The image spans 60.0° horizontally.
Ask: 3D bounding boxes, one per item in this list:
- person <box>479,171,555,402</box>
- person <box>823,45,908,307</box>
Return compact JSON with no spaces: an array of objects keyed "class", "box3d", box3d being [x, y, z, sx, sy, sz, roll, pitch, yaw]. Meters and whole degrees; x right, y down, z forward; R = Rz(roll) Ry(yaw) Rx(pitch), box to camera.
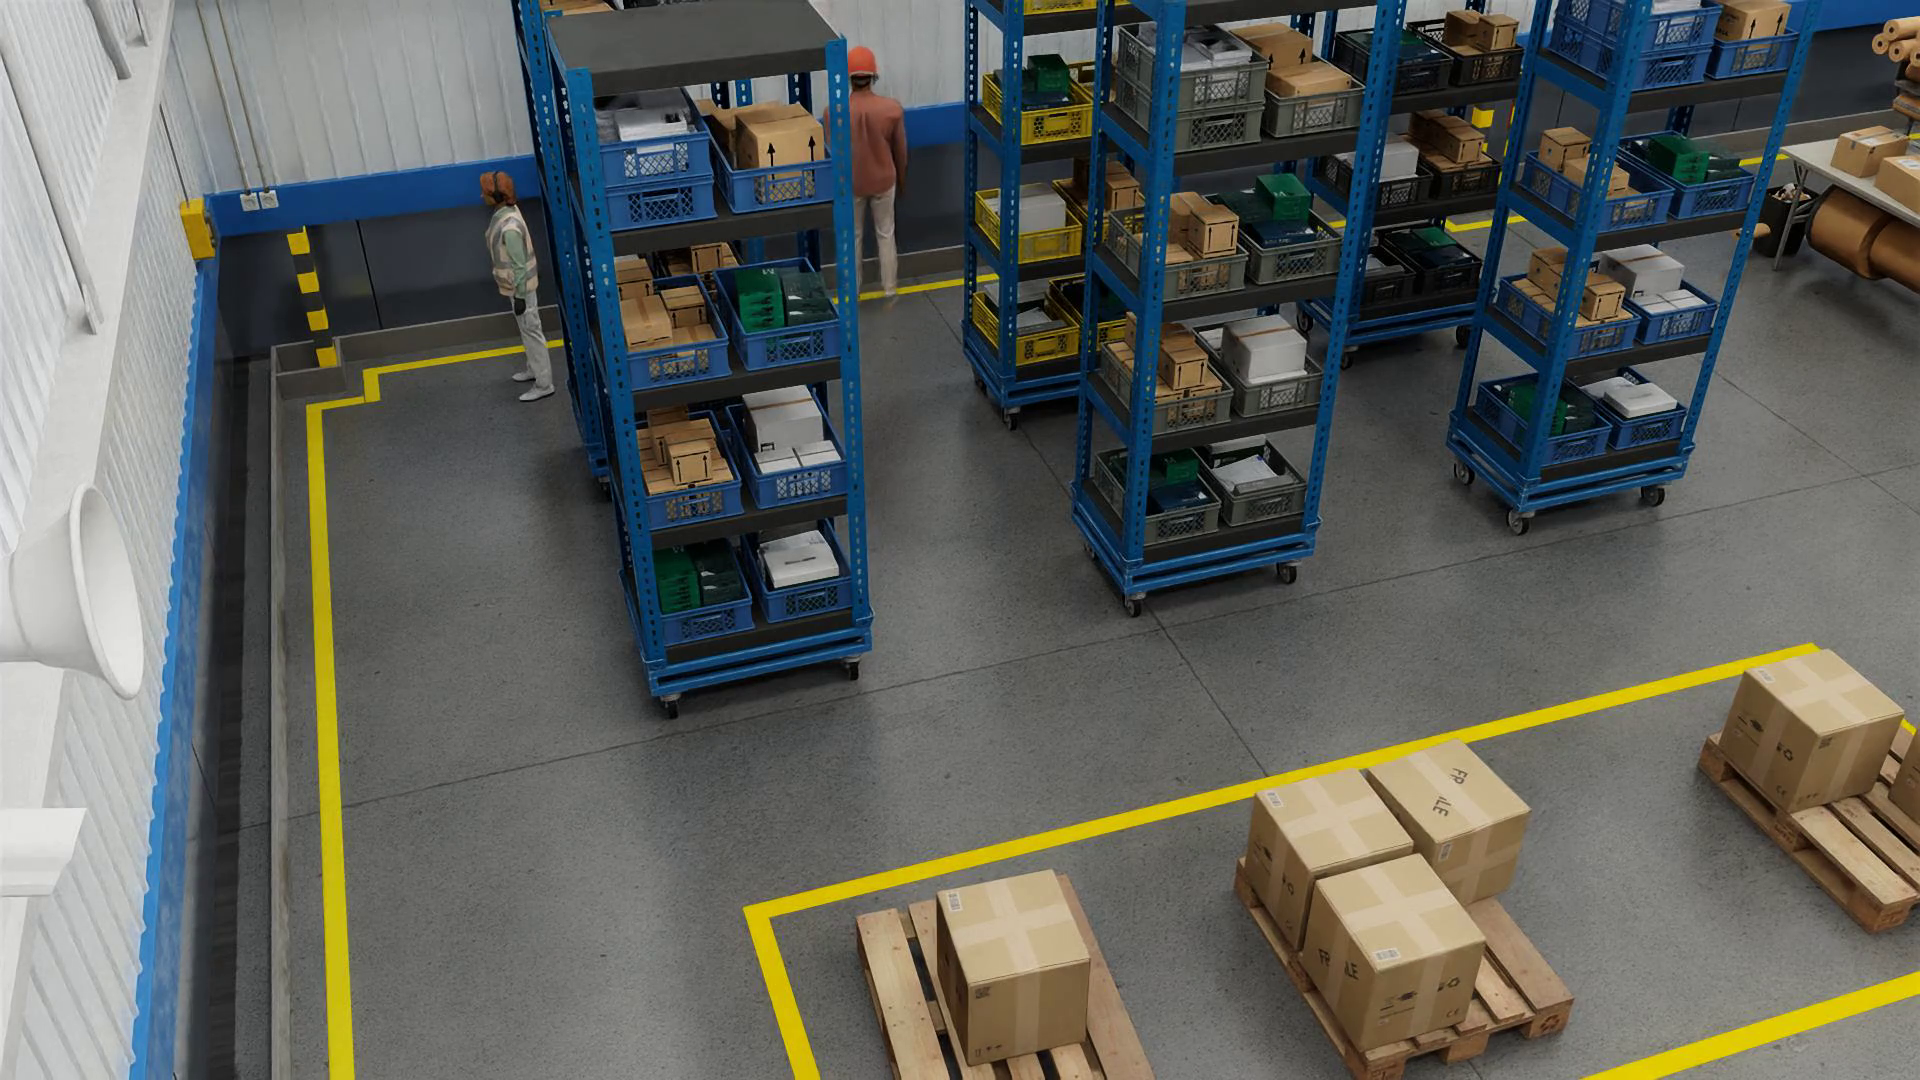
[{"class":"person","box3d":[-3.010,-1.728,11.302,0.311,1.638,0.522,-11,37,-15]},{"class":"person","box3d":[-0.688,-2.677,12.348,0.617,1.994,0.390,-4,35,-5]}]
